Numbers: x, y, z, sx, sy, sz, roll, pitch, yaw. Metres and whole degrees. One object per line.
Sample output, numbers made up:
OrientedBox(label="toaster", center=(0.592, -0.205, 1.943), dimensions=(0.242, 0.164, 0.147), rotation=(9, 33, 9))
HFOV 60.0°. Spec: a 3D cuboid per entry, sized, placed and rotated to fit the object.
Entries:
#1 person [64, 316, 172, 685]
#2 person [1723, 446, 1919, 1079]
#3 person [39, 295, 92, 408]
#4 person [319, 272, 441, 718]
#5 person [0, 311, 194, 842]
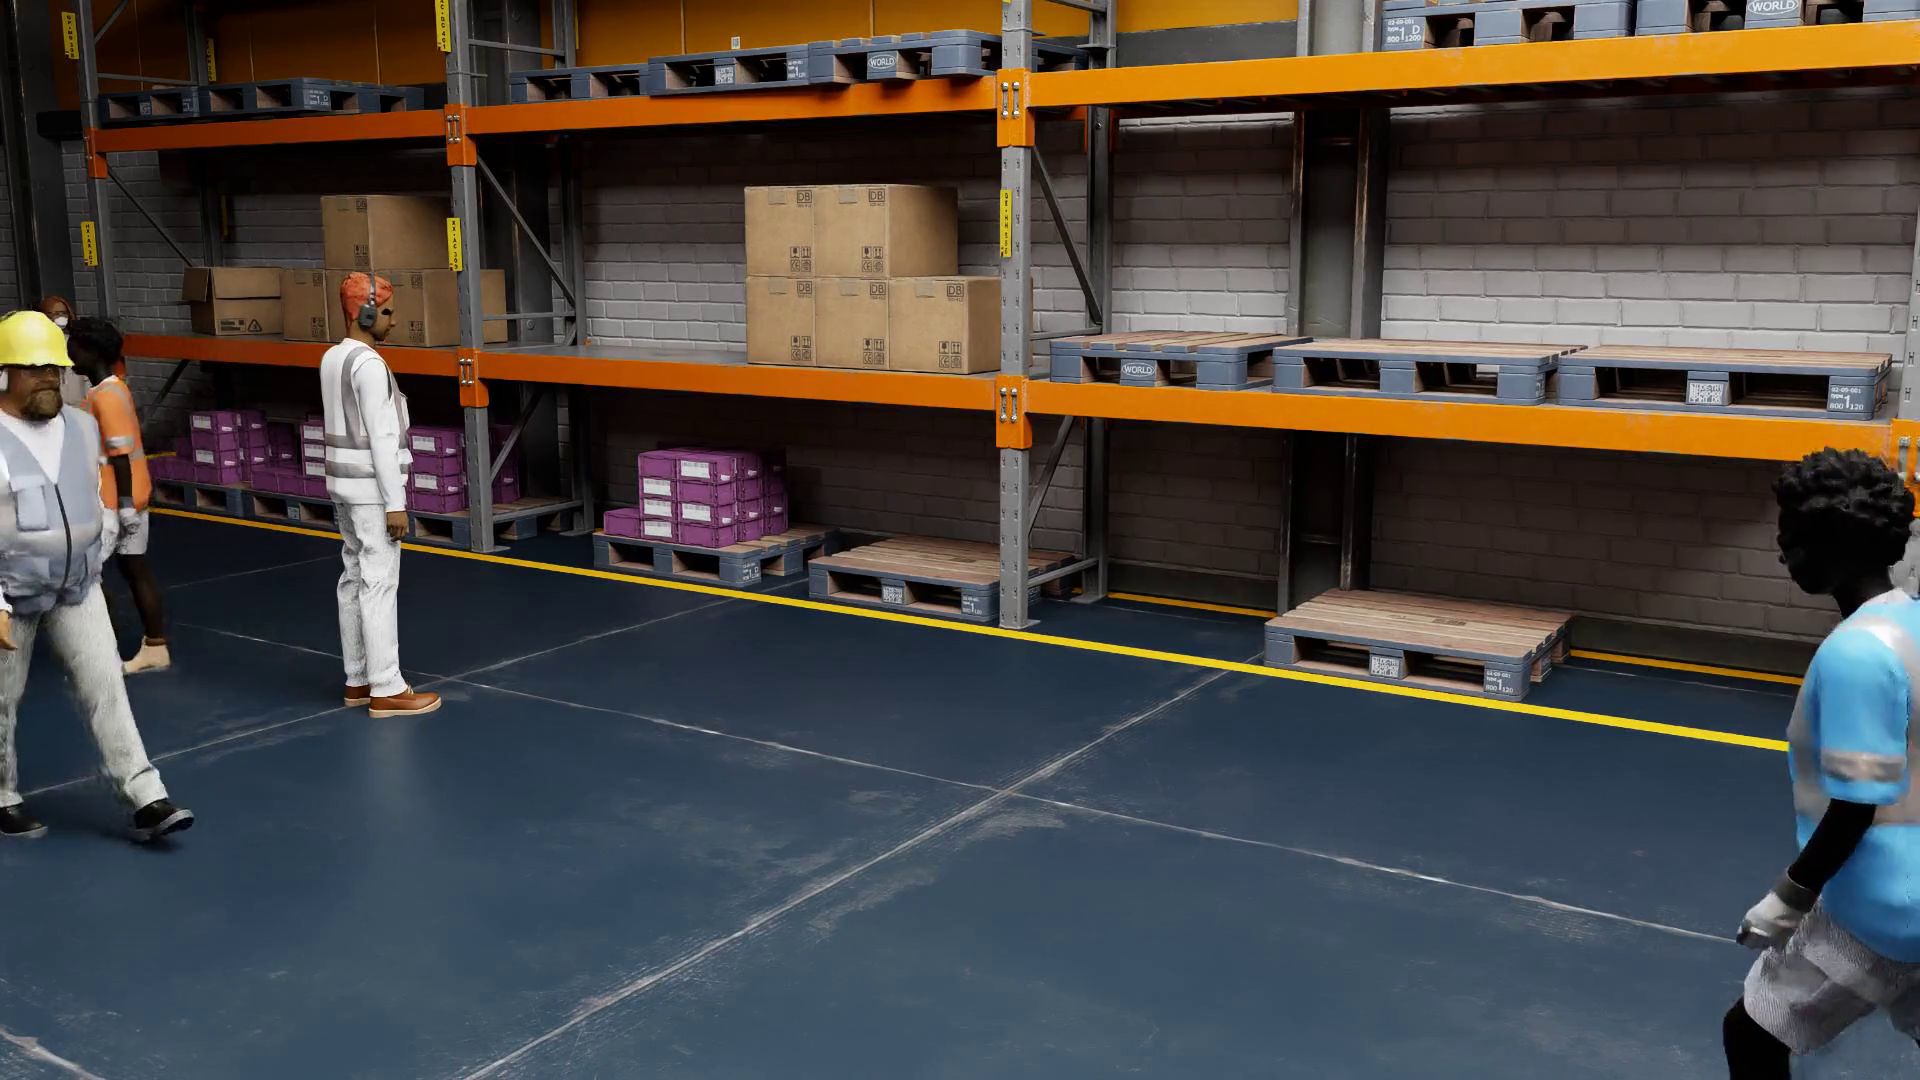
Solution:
OrientedBox(label="person", center=(-3.955, -0.175, 7.610), dimensions=(0.576, 1.679, 0.540), rotation=(-4, 11, -21))
OrientedBox(label="person", center=(1.662, 0.658, 3.086), dimensions=(0.804, 1.633, 0.547), rotation=(9, 14, 42))
OrientedBox(label="person", center=(-6.407, -0.925, 11.887), dimensions=(0.285, 1.633, 0.497), rotation=(7, 12, 32))
OrientedBox(label="person", center=(-2.510, -0.189, 7.103), dimensions=(0.355, 1.887, 0.573), rotation=(-8, 13, -39))
OrientedBox(label="person", center=(-3.000, 0.155, 5.466), dimensions=(0.904, 1.787, 0.605), rotation=(6, 12, 30))
